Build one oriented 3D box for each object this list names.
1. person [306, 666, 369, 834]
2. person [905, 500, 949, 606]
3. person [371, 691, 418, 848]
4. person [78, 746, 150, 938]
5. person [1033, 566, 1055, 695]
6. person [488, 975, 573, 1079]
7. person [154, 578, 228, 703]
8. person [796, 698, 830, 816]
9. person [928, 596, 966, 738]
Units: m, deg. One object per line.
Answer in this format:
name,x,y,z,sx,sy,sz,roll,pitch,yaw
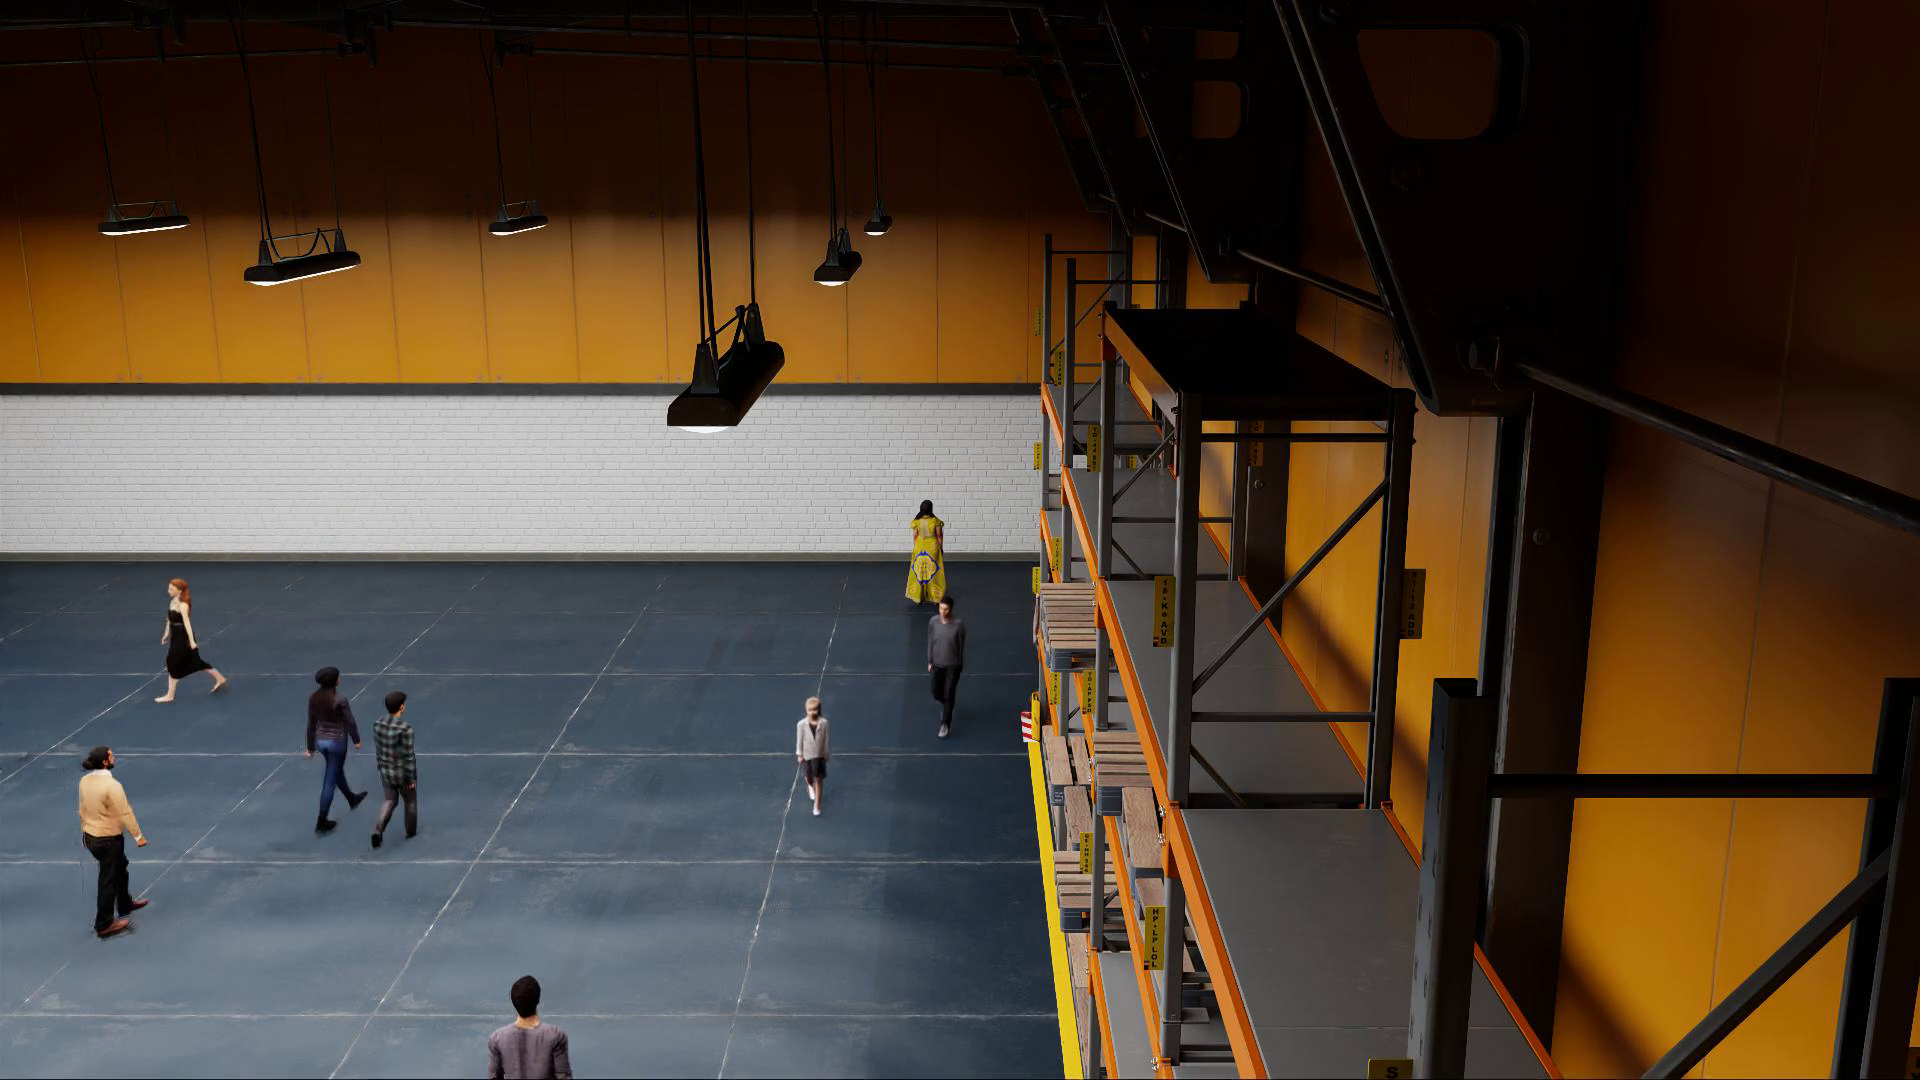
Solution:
person,-6.579,2.203,17.261,0.877,1.705,1.181,5,14,18
person,-0.499,0.184,25.695,0.882,1.661,0.806,2,14,7
person,-5.831,2.386,17.039,0.824,1.698,0.965,4,14,17
person,-7.777,2.733,15.009,0.910,1.736,1.001,9,16,34
person,1.173,1.176,21.430,0.680,1.740,0.703,9,16,32
person,-2.765,3.747,10.676,0.777,1.804,1.180,-1,14,-5
person,-9.865,1.273,21.358,1.022,1.586,1.102,-9,16,-33
person,-1.567,2.283,17.885,0.528,1.256,0.836,0,14,-2
person,-0.131,1.486,20.155,0.769,1.738,0.949,4,14,17
